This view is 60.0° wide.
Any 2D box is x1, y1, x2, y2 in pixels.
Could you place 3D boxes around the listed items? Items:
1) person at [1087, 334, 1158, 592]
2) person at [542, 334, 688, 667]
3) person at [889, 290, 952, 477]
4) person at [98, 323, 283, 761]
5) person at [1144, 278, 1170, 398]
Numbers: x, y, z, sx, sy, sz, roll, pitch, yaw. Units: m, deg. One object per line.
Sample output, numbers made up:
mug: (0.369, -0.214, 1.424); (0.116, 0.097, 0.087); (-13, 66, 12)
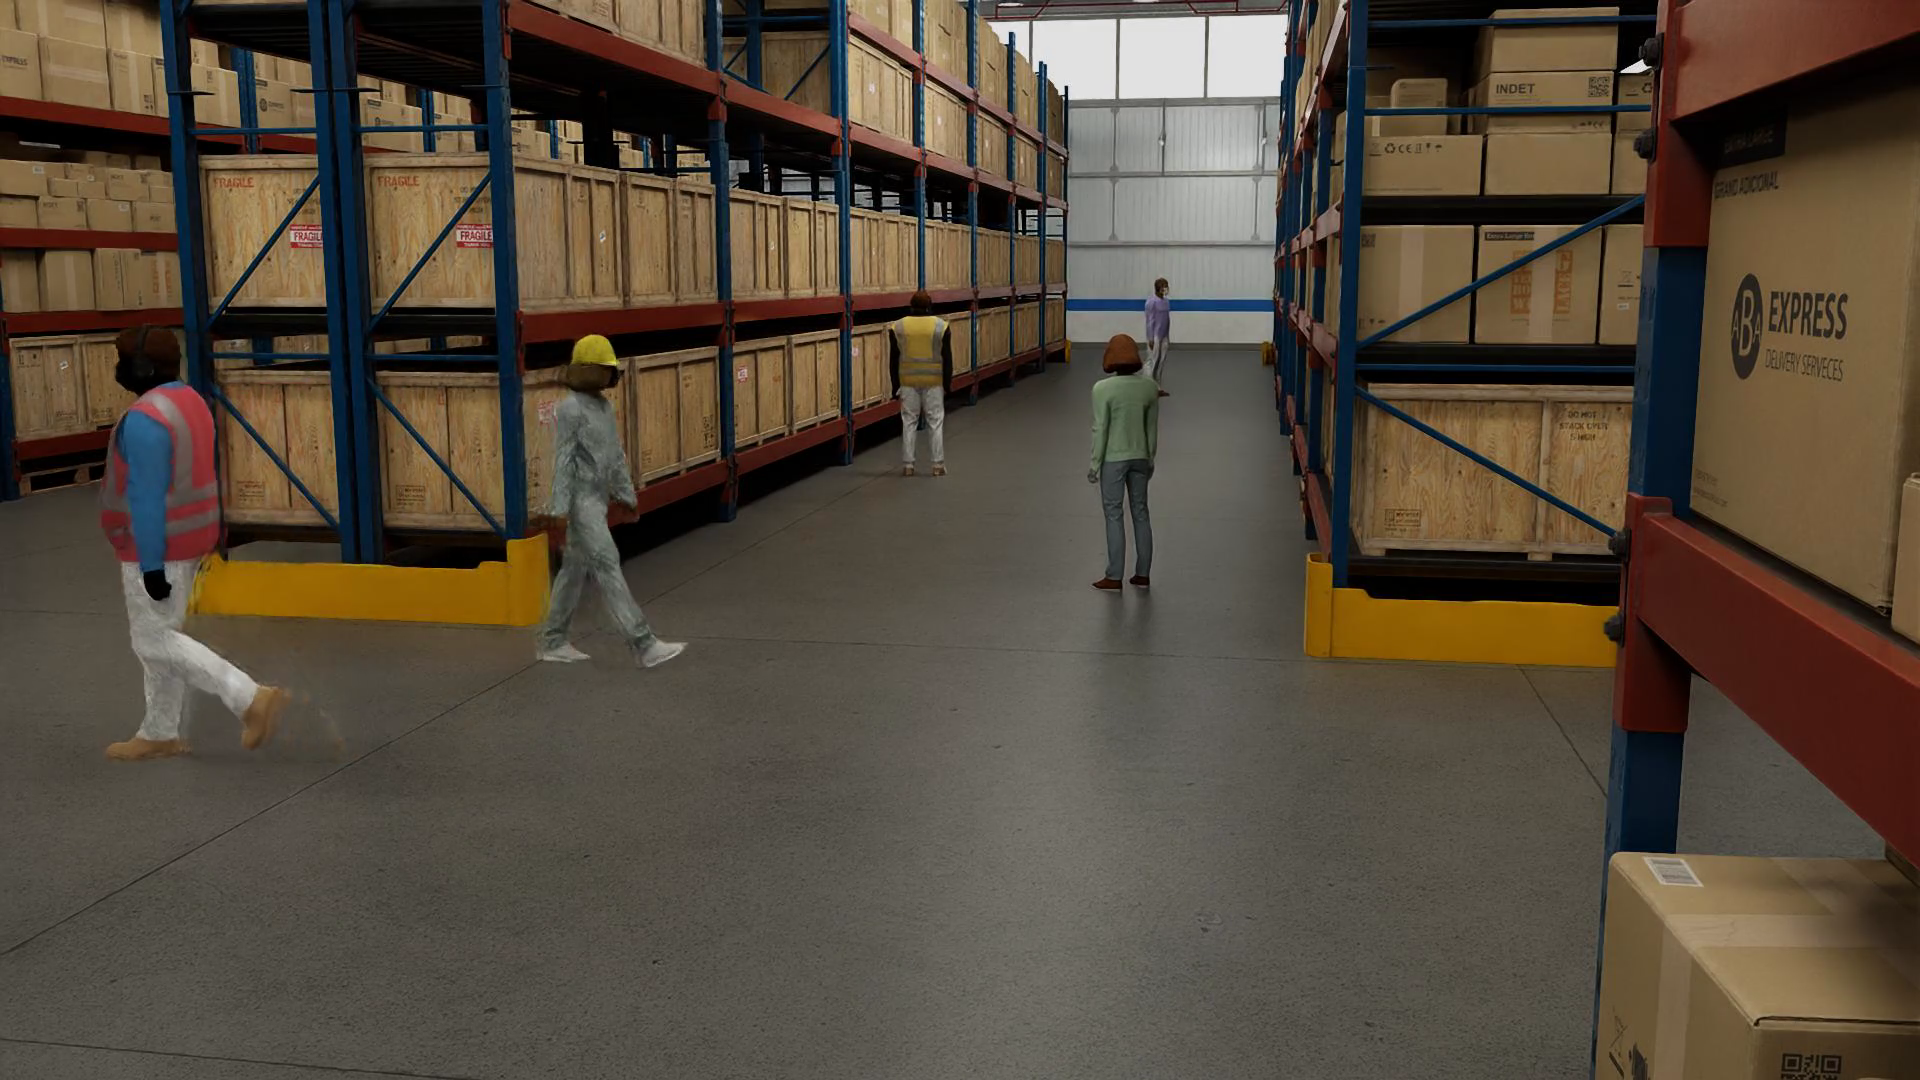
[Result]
person: (1.031, -0.487, 10.566); (0.507, 1.631, 0.279); (-5, 11, -30)
person: (-1.791, -0.187, 8.464); (0.877, 1.694, 0.511); (2, 9, 12)
person: (-0.386, -1.540, 16.454); (0.624, 1.844, 0.430); (1, 9, 4)
person: (-3.177, 0.029, 6.791); (0.694, 1.823, 0.631); (-1, 9, -6)
person: (3.197, -3.261, 26.877); (0.369, 1.930, 0.627); (7, 11, 36)
